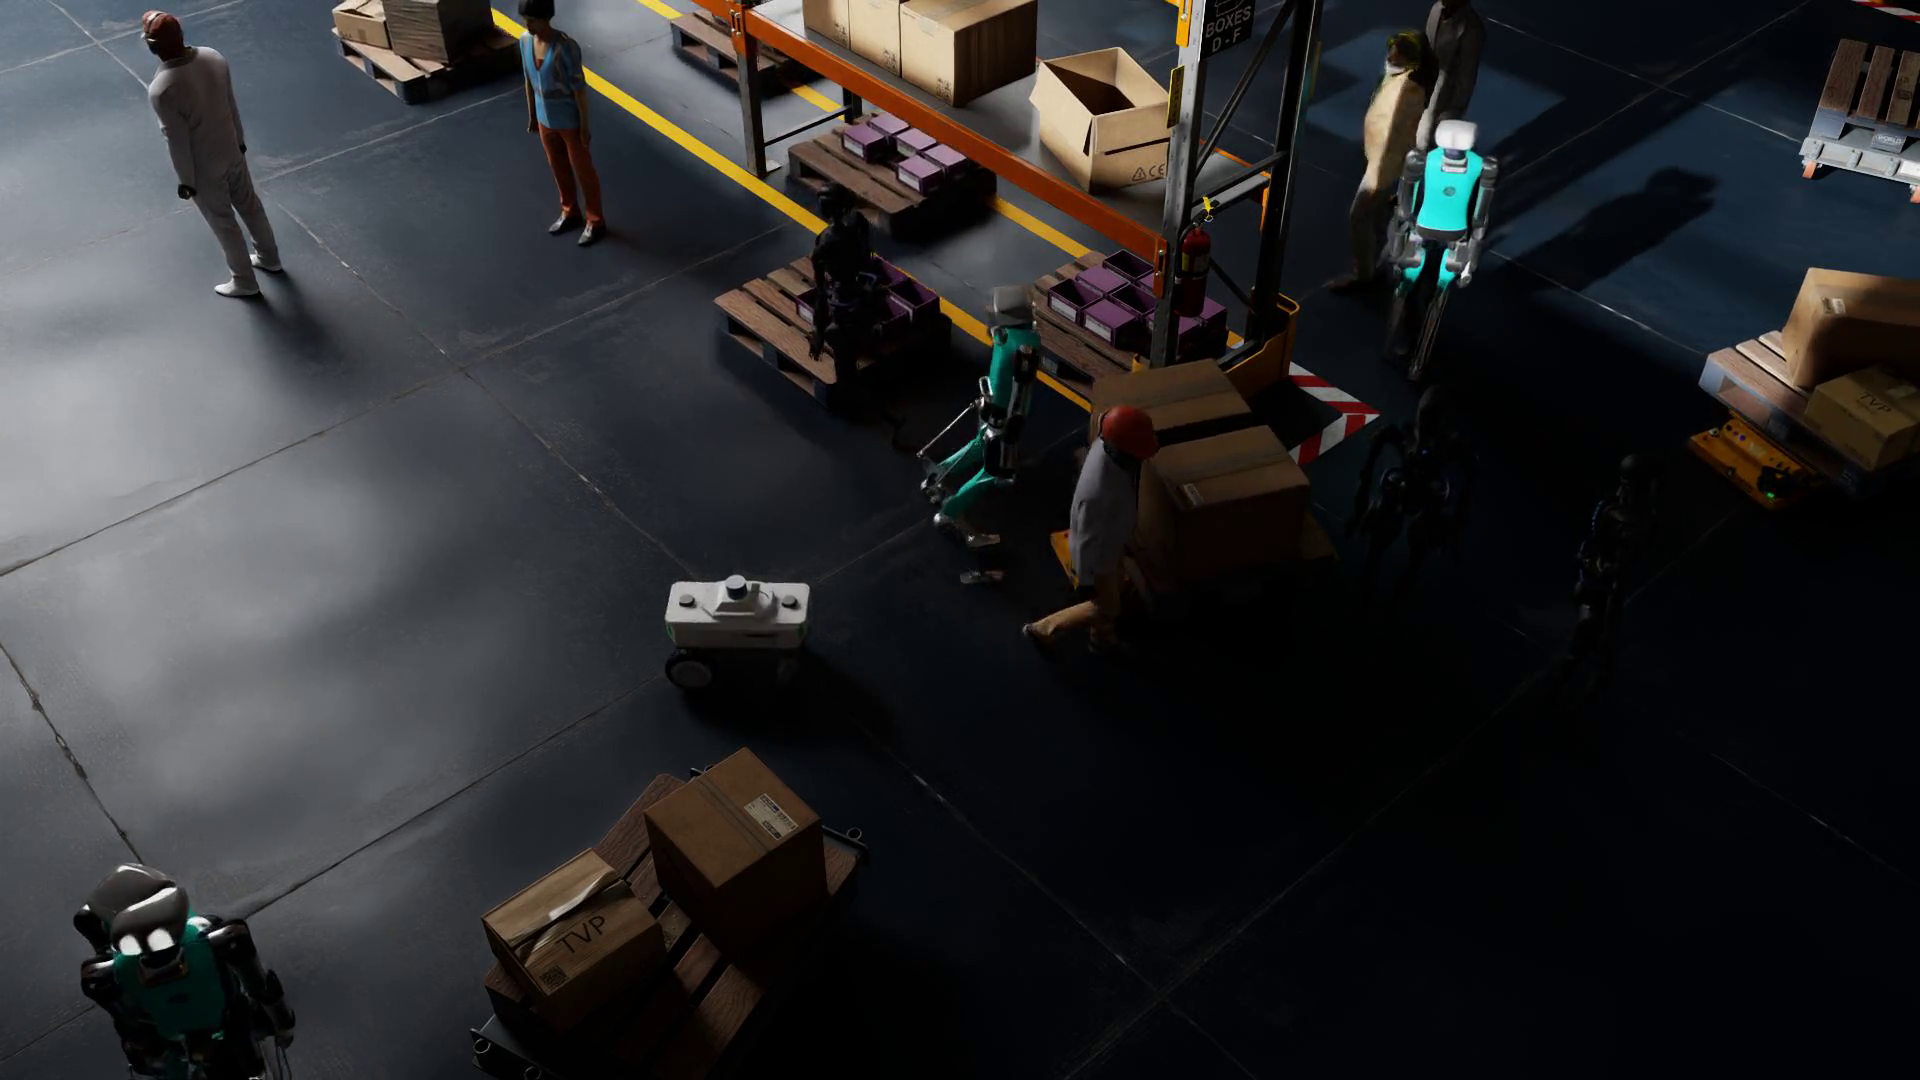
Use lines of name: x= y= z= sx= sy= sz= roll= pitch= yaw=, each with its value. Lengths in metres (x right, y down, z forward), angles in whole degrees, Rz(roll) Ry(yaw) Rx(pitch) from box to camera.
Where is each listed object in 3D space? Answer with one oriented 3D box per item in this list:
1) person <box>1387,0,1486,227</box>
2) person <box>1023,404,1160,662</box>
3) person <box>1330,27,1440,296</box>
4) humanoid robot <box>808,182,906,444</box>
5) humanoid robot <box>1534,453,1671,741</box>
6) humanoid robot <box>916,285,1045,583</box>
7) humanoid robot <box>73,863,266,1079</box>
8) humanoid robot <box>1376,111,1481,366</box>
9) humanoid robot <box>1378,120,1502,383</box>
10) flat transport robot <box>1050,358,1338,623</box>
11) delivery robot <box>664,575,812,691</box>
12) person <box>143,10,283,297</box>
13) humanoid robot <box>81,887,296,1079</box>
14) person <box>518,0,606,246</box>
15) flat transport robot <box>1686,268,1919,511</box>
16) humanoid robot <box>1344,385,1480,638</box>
person: x=3.200 y=-2.969 z=11.171 sx=0.369 sy=1.833 sz=0.502 roll=-17 pitch=45 yaw=-18
person: x=0.654 y=0.001 z=8.015 sx=0.531 sy=1.719 sz=0.605 roll=13 pitch=44 yaw=13
person: x=2.717 y=-2.400 z=10.551 sx=0.387 sy=1.867 sz=0.599 roll=8 pitch=43 yaw=9
humanoid robot: x=-0.557 y=-1.295 z=9.472 sx=0.626 sy=1.631 sz=0.584 roll=20 pitch=46 yaw=20
humanoid robot: x=3.027 y=0.242 z=7.789 sx=0.341 sy=1.656 sz=0.587 roll=12 pitch=44 yaw=12
humanoid robot: x=0.042 y=-0.492 z=8.550 sx=0.764 sy=1.791 sz=0.531 roll=-5 pitch=43 yaw=-5
humanoid robot: x=-2.788 y=1.969 z=5.885 sx=0.531 sy=1.794 sz=0.776 roll=8 pitch=43 yaw=9
humanoid robot: x=2.835 y=-1.799 z=10.014 sx=0.603 sy=1.654 sz=0.330 roll=-9 pitch=43 yaw=-10
humanoid robot: x=2.826 y=-1.744 z=9.943 sx=0.537 sy=1.839 sz=0.661 roll=9 pitch=43 yaw=9
flat transport robot: x=1.276 y=0.020 z=9.073 sx=1.431 sy=0.231 sz=0.659 roll=-13 pitch=44 yaw=-13
delivery robot: x=-1.138 y=0.432 z=8.416 sx=0.769 sy=0.598 sz=0.517 roll=0 pitch=43 yaw=1
person: x=-4.773 y=-2.429 z=10.530 sx=0.404 sy=1.904 sz=0.648 roll=11 pitch=44 yaw=12
humanoid robot: x=-2.740 y=1.725 z=6.175 sx=0.531 sy=1.832 sz=0.772 roll=-14 pitch=44 yaw=-15
person: x=-2.662 y=-2.800 z=11.042 sx=0.495 sy=1.759 sz=0.335 roll=20 pitch=46 yaw=21
flat transport robot: x=5.063 y=-0.626 z=9.776 sx=1.431 sy=0.231 sz=0.659 roll=-19 pitch=46 yaw=-19
humanoid robot: x=2.218 y=-0.128 z=8.197 sx=0.589 sy=1.642 sz=0.391 roll=14 pitch=44 yaw=14
